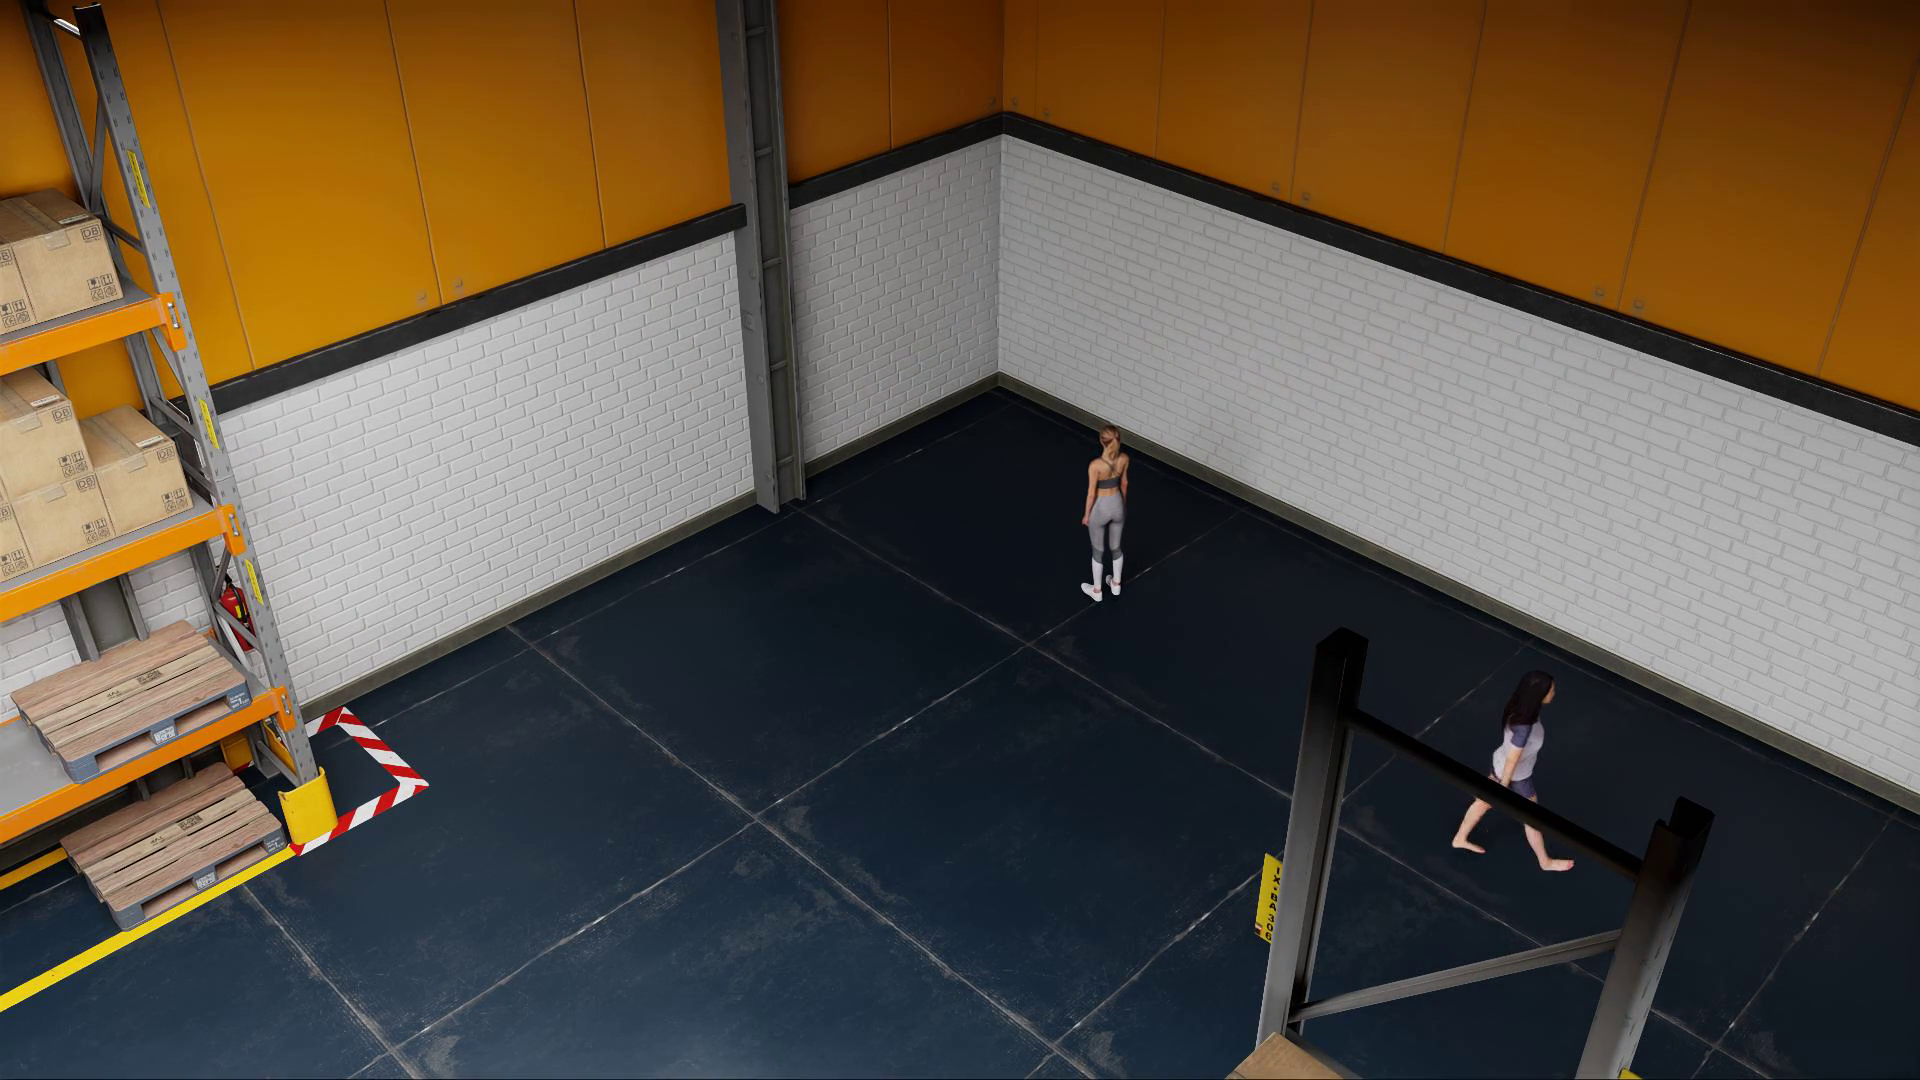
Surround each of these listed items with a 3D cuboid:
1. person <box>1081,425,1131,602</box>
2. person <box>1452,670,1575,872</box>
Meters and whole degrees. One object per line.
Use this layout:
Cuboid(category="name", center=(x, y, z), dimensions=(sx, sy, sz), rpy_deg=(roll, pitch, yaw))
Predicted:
Cuboid(category="person", center=(1.266, -0.240, 14.311), dimensions=(0.589, 1.702, 0.700), rpy_deg=(-14, 36, -20))
Cuboid(category="person", center=(3.766, 1.591, 11.583), dimensions=(1.009, 1.671, 1.086), rpy_deg=(9, 35, 13))
